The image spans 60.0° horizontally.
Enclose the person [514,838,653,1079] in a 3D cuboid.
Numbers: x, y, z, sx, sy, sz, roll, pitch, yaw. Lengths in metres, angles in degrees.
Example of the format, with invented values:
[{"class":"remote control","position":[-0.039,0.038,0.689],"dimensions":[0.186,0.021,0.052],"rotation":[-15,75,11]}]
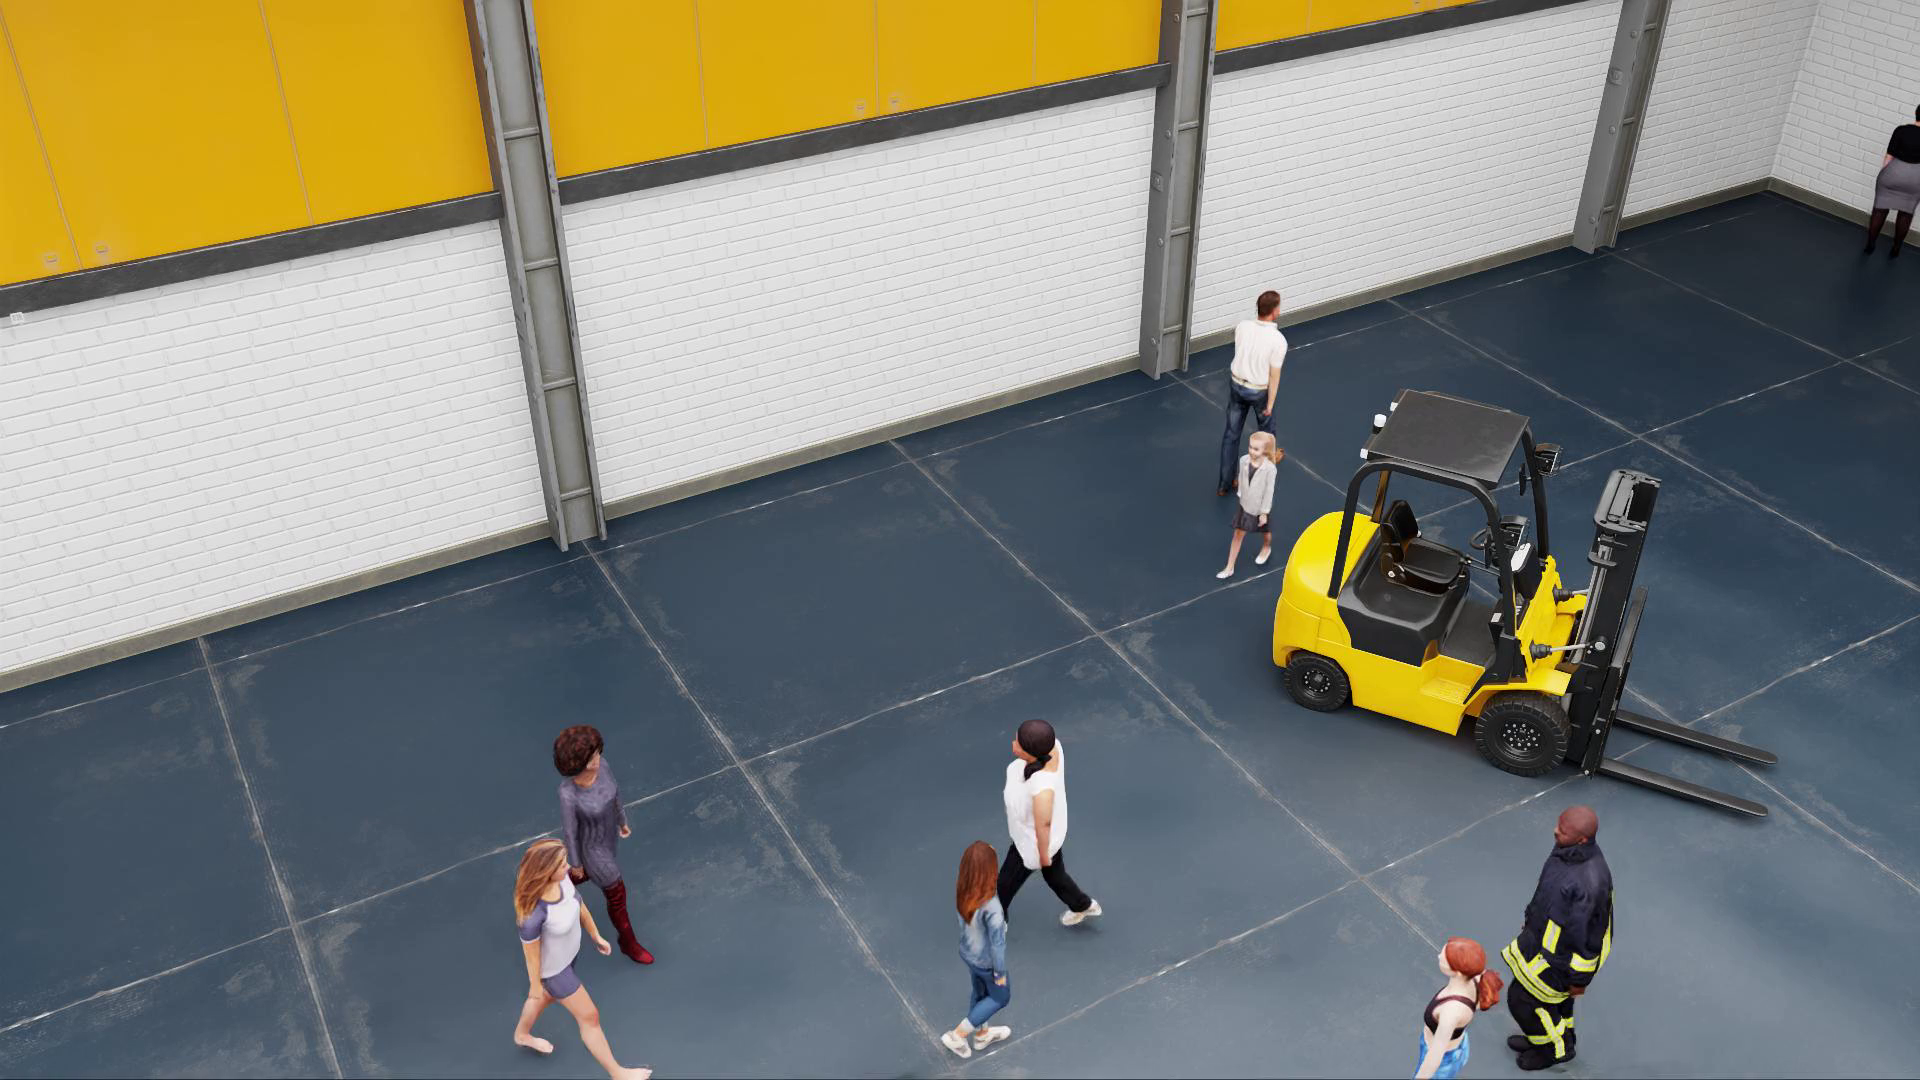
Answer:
[{"class":"person","position":[-2.258,2.259,8.976],"dimensions":[1.141,1.665,1.006],"rotation":[6,34,9]}]

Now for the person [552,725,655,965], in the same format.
[{"class":"person","position":[-2.195,1.757,9.716],"dimensions":[1.059,1.682,1.072],"rotation":[12,36,18]}]

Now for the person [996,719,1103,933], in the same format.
[{"class":"person","position":[0.500,1.705,9.812],"dimensions":[1.142,1.663,1.058],"rotation":[7,34,11]}]

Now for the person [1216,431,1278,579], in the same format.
[{"class":"person","position":[2.384,-0.304,13.210],"dimensions":[0.702,1.247,0.934],"rotation":[25,41,33]}]

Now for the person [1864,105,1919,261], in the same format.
[{"class":"person","position":[10.341,-3.947,18.229],"dimensions":[0.776,1.758,0.794],"rotation":[17,37,24]}]

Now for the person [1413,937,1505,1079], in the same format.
[{"class":"person","position":[2.413,2.628,8.311],"dimensions":[0.730,1.787,0.655],"rotation":[23,40,31]}]

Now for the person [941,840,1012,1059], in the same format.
[{"class":"person","position":[0.060,2.288,9.113],"dimensions":[0.659,1.467,0.584],"rotation":[-16,37,-22]}]

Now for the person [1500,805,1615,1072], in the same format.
[{"class":"person","position":[3.355,2.167,8.991],"dimensions":[0.995,1.802,0.949],"rotation":[4,34,6]}]

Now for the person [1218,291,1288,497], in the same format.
[{"class":"person","position":[2.396,-1.195,14.041],"dimensions":[0.947,1.811,1.194],"rotation":[23,40,30]}]
